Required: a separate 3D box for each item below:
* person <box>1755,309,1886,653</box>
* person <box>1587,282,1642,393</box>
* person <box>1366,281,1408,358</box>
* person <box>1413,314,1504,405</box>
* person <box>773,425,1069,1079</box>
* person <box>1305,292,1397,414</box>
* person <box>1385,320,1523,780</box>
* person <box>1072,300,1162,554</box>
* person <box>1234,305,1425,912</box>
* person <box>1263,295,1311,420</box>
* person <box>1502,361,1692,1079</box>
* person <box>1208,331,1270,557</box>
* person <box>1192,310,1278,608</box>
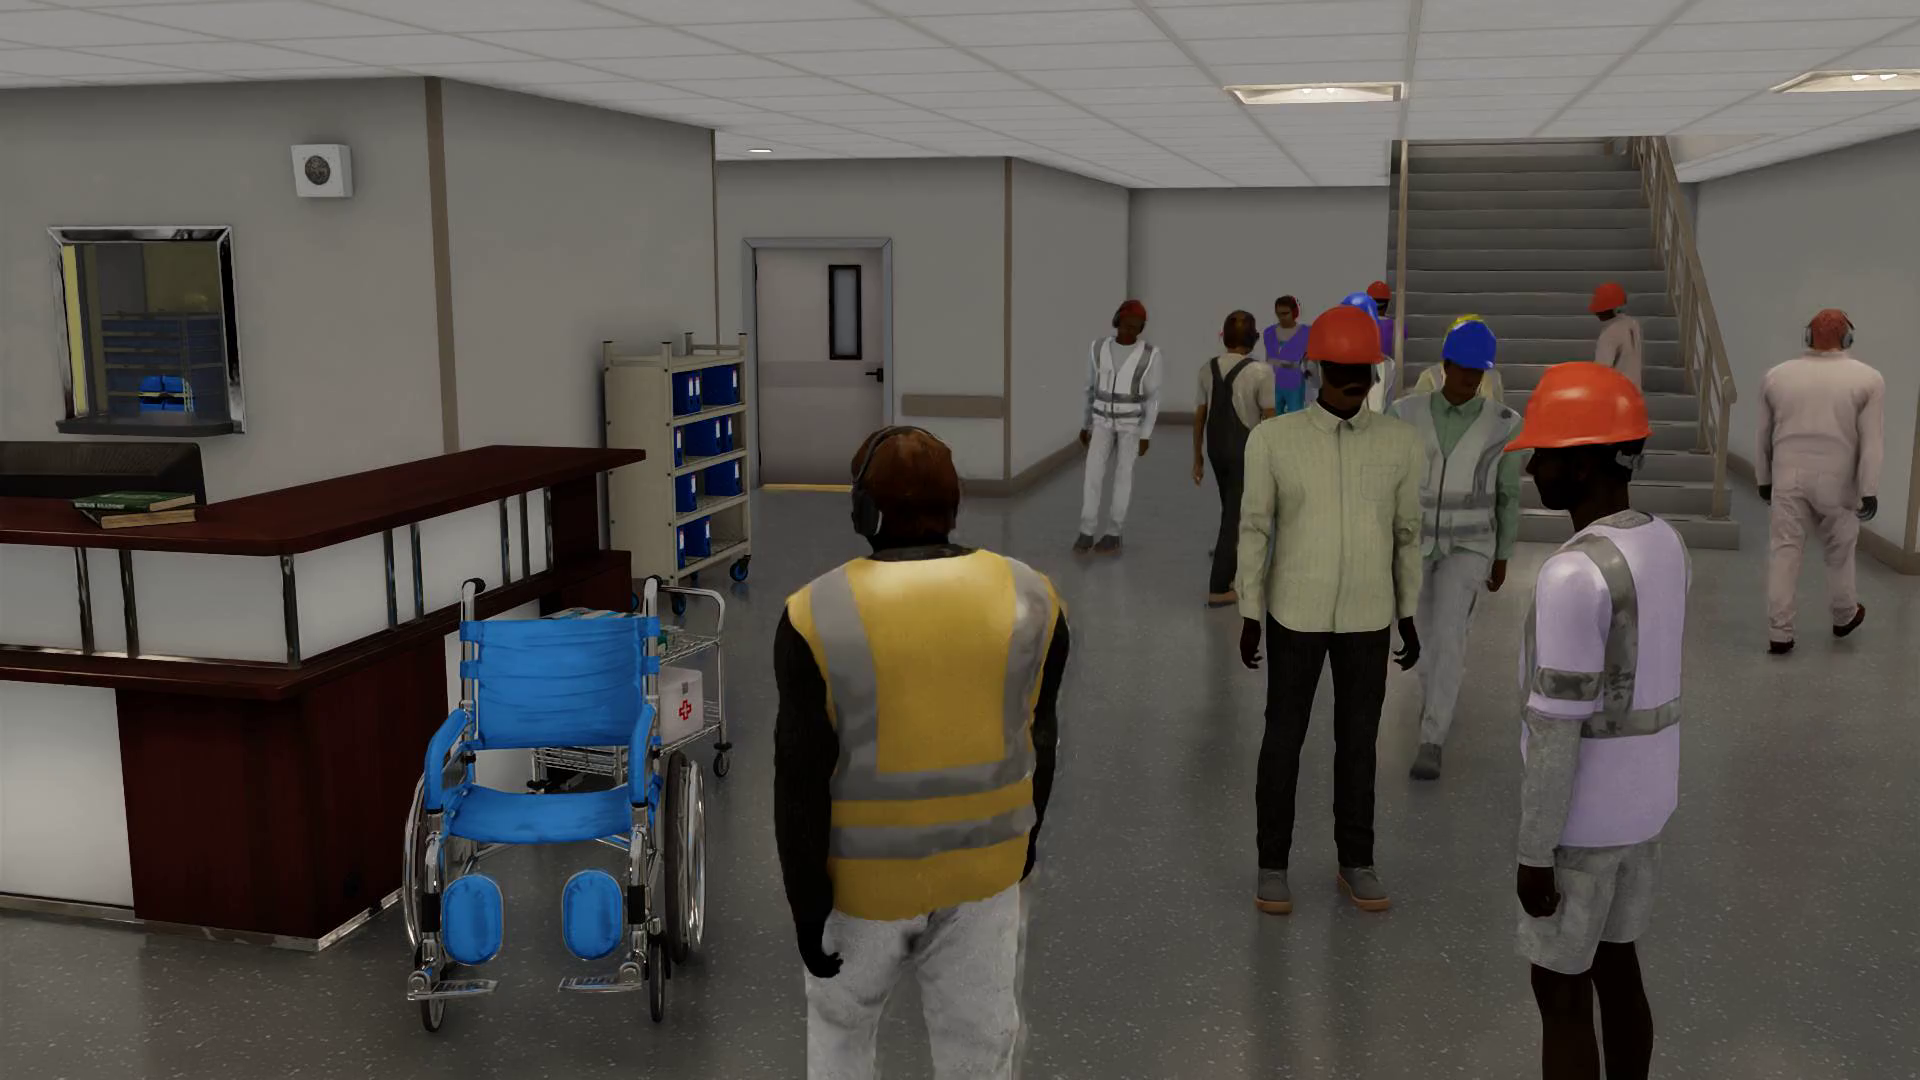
[{"bbox_3d":[4.766,-0.337,9.213,0.672,1.858,0.980,8,12,39],"label":"person"},{"bbox_3d":[5.527,-1.185,13.997,0.712,1.946,0.374,-9,13,-42],"label":"person"},{"bbox_3d":[3.781,-1.378,15.131,0.542,1.937,0.360,2,10,10],"label":"person"},{"bbox_3d":[3.050,-0.463,10.123,0.595,1.813,0.432,-4,10,-22],"label":"person"},{"bbox_3d":[-0.108,0.661,3.519,0.640,1.811,0.823,-3,10,-17],"label":"person"},{"bbox_3d":[2.273,-0.462,9.702,0.605,1.948,0.384,-4,10,-21],"label":"person"},{"bbox_3d":[2.096,-0.006,7.188,0.613,1.897,1.027,5,11,25],"label":"person"},{"bbox_3d":[1.118,-0.796,11.964,0.644,1.845,0.650,5,11,26],"label":"person"},{"bbox_3d":[1.214,0.235,5.458,0.622,1.993,0.387,-1,10,-3],"label":"person"},{"bbox_3d":[3.162,-1.435,15.882,0.584,1.808,0.801,9,13,42],"label":"person"},{"bbox_3d":[1.352,0.576,3.654,0.390,1.929,0.545,9,13,44],"label":"person"},{"bbox_3d":[1.988,-0.740,11.907,0.330,1.753,0.561,8,13,41],"label":"person"},{"bbox_3d":[1.781,-0.508,10.347,0.524,1.815,0.778,9,13,44],"label":"person"}]
